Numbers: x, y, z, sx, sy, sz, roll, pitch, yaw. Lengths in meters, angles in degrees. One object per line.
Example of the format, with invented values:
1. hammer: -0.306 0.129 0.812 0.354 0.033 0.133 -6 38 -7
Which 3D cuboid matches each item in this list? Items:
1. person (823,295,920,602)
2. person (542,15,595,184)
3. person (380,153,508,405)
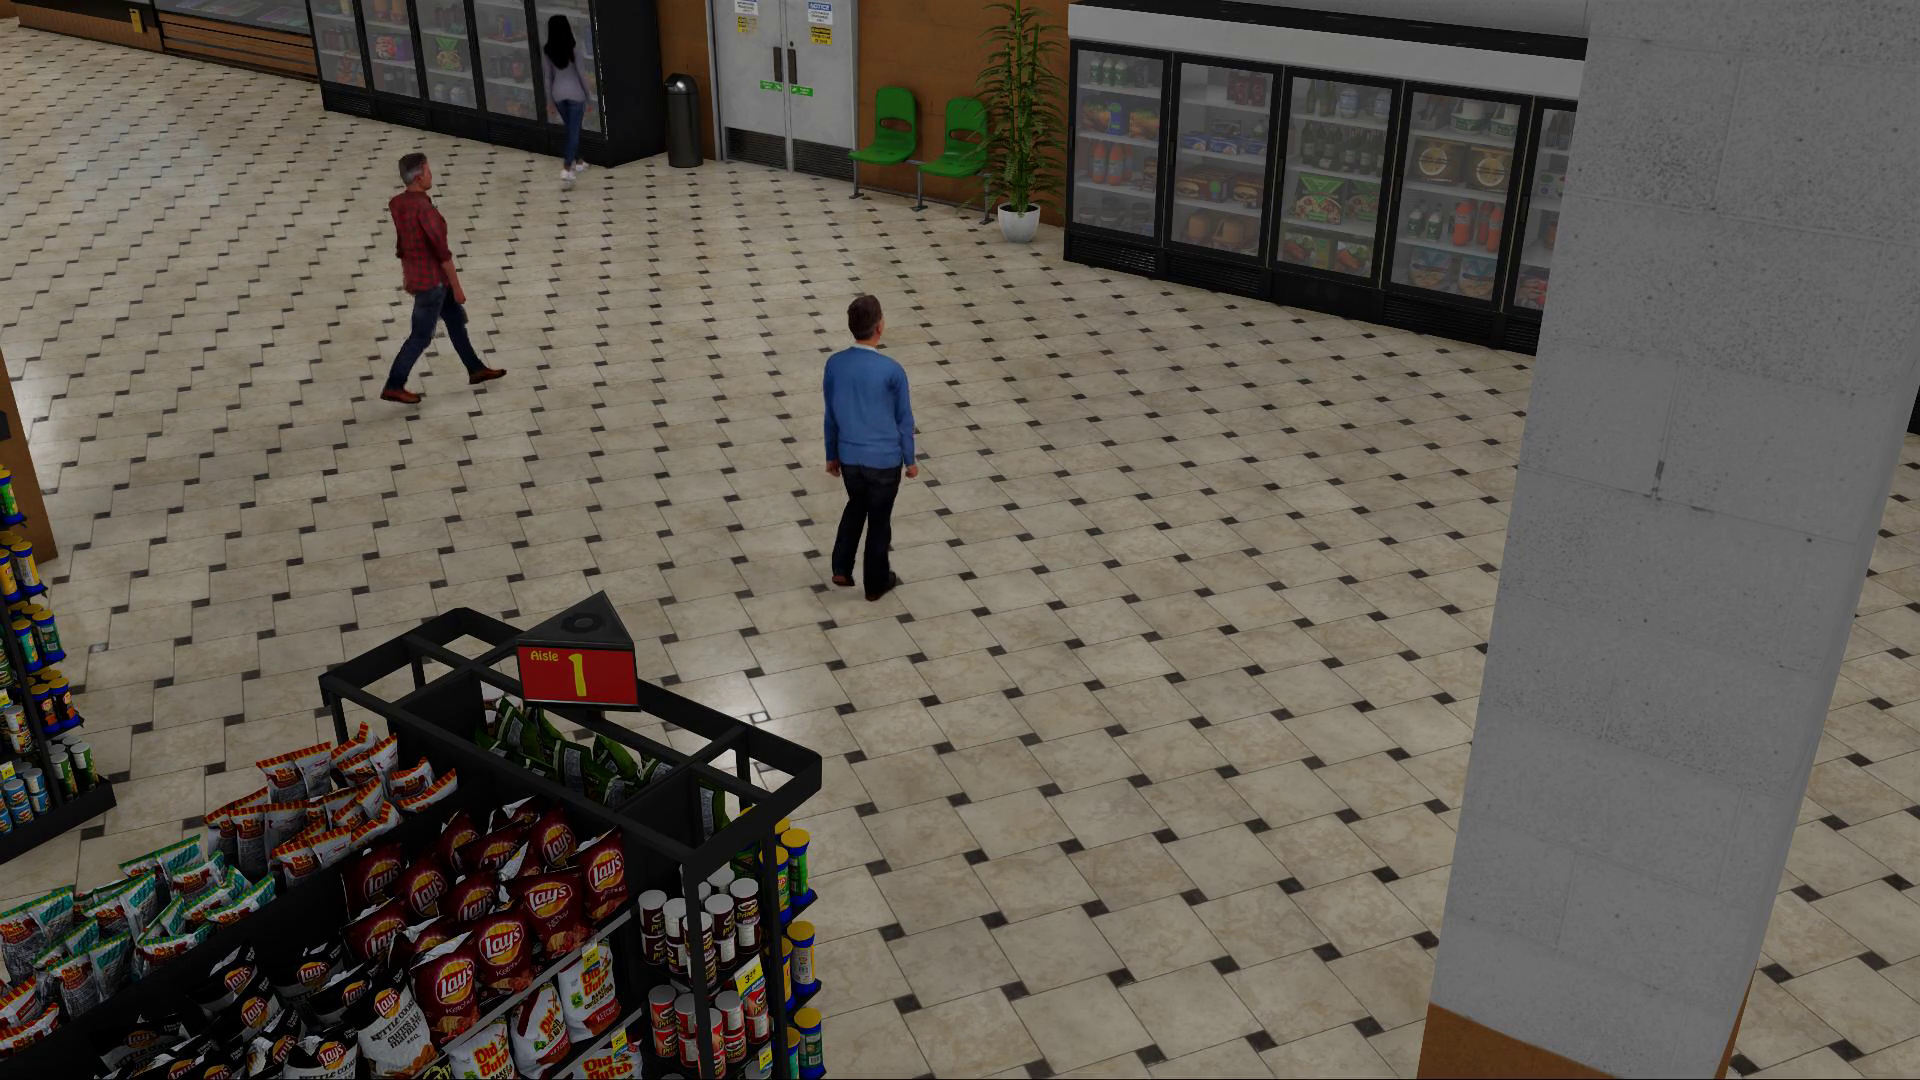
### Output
1. person: -0.537 -0.454 9.223 0.701 1.805 0.774 13 30 24
2. person: -4.154 -4.600 17.521 0.918 1.694 1.216 7 28 13
3. person: -3.897 -1.824 11.948 1.322 1.782 0.962 -20 33 -34
